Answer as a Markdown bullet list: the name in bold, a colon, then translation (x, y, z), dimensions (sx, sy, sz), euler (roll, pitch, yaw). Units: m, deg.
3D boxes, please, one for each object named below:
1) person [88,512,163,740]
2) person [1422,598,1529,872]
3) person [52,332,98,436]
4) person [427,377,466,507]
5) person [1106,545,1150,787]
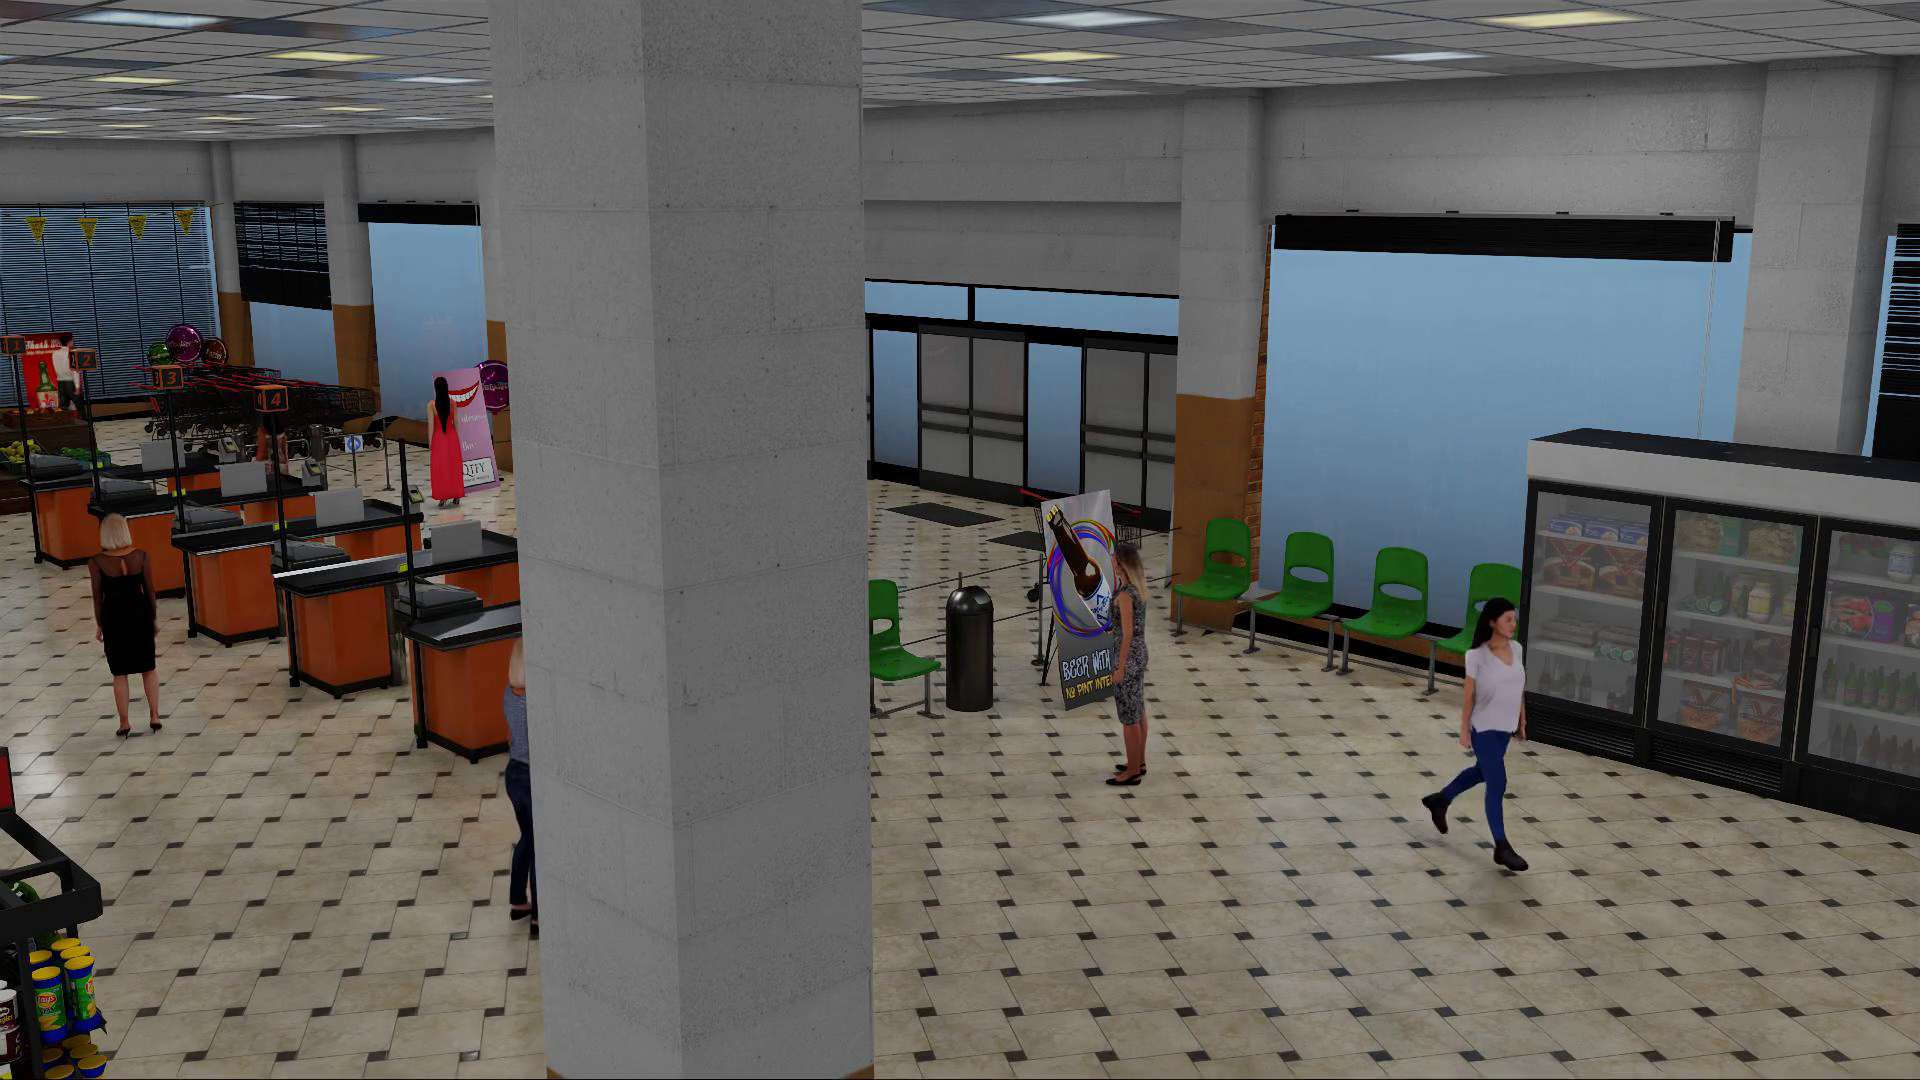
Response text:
- **person**: translation (-6.343, 0.641, 12.663), dimensions (0.503, 1.749, 0.684), euler (-8, 14, -33)
- **person**: translation (3.221, 1.180, 10.336), dimensions (1.092, 1.654, 0.848), euler (-8, 14, -32)
- **person**: translation (-14.859, -2.511, 27.575), dimensions (1.065, 1.774, 1.249), euler (2, 12, 11)
- **person**: translation (-6.787, -1.294, 21.908), dimensions (0.518, 1.727, 0.682), euler (-10, 16, -40)
- **person**: translation (1.200, 0.873, 11.680), dimensions (0.699, 1.701, 0.566), euler (4, 13, 20)
